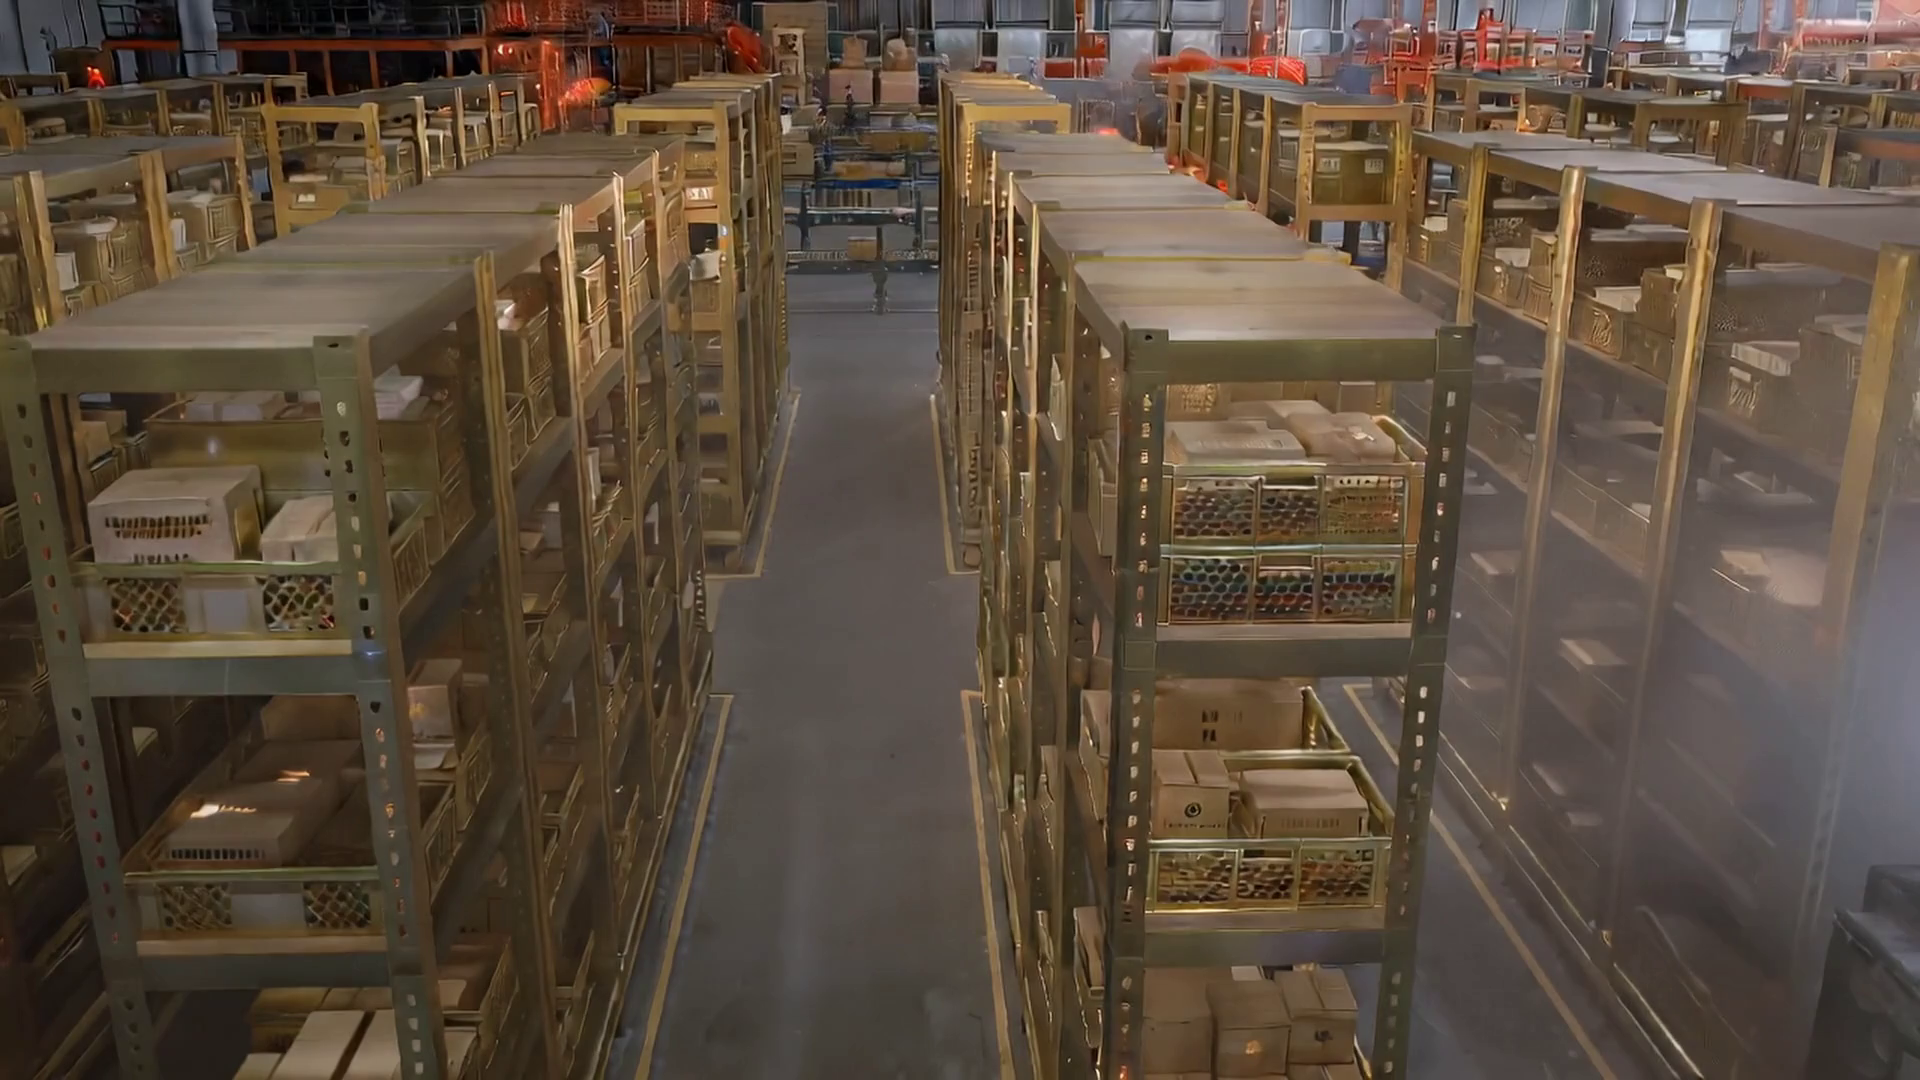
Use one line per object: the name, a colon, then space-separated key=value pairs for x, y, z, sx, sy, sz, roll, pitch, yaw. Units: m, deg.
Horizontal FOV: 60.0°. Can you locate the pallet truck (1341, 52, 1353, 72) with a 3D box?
pallet truck: x=18.794 y=-23.123 z=82.231 sx=0.823 sy=1.965 sz=1.885 roll=-13 pitch=22 yaw=-35

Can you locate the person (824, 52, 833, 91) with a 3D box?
person: x=-6.682 y=-23.814 z=84.511 sx=0.383 sy=1.912 sz=0.591 roll=-13 pitch=22 yaw=-34

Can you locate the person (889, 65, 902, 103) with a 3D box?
person: x=-2.694 y=-18.914 z=69.477 sx=0.595 sy=1.840 sz=0.978 roll=12 pitch=21 yaw=33

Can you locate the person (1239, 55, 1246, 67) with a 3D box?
person: x=13.579 y=-22.400 z=80.172 sx=0.356 sy=1.886 sz=0.574 roll=-6 pitch=19 yaw=-17

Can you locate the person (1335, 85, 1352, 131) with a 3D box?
person: x=11.874 y=-13.074 z=51.309 sx=0.656 sy=1.886 sz=0.670 roll=2 pitch=18 yaw=7

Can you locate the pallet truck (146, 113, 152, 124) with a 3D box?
pallet truck: x=-18.087 y=-8.309 z=36.390 sx=1.885 sy=1.965 sz=0.823 roll=-1 pitch=18 yaw=-4

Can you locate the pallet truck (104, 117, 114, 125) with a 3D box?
pallet truck: x=-18.367 y=-7.885 z=35.078 sx=1.885 sy=1.965 sz=0.823 roll=1 pitch=18 yaw=2

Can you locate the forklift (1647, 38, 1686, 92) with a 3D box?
forklift: x=30.830 y=-20.350 z=72.237 sx=1.129 sy=2.768 sz=1.873 roll=-1 pitch=18 yaw=-2

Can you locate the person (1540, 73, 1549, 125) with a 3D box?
person: x=20.327 y=-15.373 z=58.364 sx=0.939 sy=1.919 sz=0.631 roll=12 pitch=22 yaw=34

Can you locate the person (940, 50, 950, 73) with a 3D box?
person: x=-0.832 y=-25.005 z=88.186 sx=0.616 sy=1.920 sz=0.818 roll=-8 pitch=20 yaw=-24

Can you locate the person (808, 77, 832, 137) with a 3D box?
person: x=-4.709 y=-14.292 z=54.974 sx=0.946 sy=1.961 sz=0.609 roll=2 pitch=18 yaw=5

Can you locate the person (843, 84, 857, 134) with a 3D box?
person: x=-3.743 y=-14.307 z=55.388 sx=0.693 sy=1.708 sz=0.500 roll=-2 pitch=18 yaw=-6

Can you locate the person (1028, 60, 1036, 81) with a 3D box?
person: x=3.185 y=-20.053 z=72.860 sx=0.673 sy=1.918 sz=0.564 roll=-6 pitch=19 yaw=-18

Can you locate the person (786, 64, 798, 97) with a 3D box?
person: x=-6.779 y=-18.199 z=67.107 sx=0.542 sy=1.928 sz=0.374 roll=-9 pitch=20 yaw=-27

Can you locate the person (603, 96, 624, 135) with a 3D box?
person: x=-9.018 y=-10.504 z=43.180 sx=0.633 sy=1.993 sz=0.960 roll=5 pitch=19 yaw=16

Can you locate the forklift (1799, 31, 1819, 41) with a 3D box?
forklift: x=45.907 y=-26.183 z=90.288 sx=1.129 sy=2.768 sz=1.873 roll=-1 pitch=18 yaw=-2

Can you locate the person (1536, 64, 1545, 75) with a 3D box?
person: x=24.101 y=-18.860 z=69.271 sx=0.527 sy=1.857 sz=0.319 roll=-10 pitch=20 yaw=-28

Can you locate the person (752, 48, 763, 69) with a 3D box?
person: x=-11.144 y=-26.138 z=91.713 sx=0.584 sy=1.911 sz=0.390 roll=-8 pitch=20 yaw=-25

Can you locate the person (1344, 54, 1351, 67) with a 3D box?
person: x=20.739 y=-25.247 z=89.149 sx=0.978 sy=1.793 sz=0.640 roll=11 pitch=21 yaw=31

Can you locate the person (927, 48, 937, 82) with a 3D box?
person: x=-1.609 y=-26.854 z=93.998 sx=0.524 sy=1.856 sz=0.523 roll=-3 pitch=18 yaw=-10

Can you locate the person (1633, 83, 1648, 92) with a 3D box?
person: x=24.811 y=-15.991 z=60.753 sx=0.524 sy=1.629 sz=0.397 roll=7 pitch=19 yaw=22

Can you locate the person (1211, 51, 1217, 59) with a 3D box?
person: x=13.152 y=-24.565 z=86.833 sx=0.588 sy=1.909 sz=0.597 roll=7 pitch=19 yaw=21

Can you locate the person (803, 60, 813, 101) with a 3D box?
person: x=-6.938 y=-20.927 z=75.714 sx=0.523 sy=1.824 sz=0.678 roll=0 pitch=18 yaw=0
